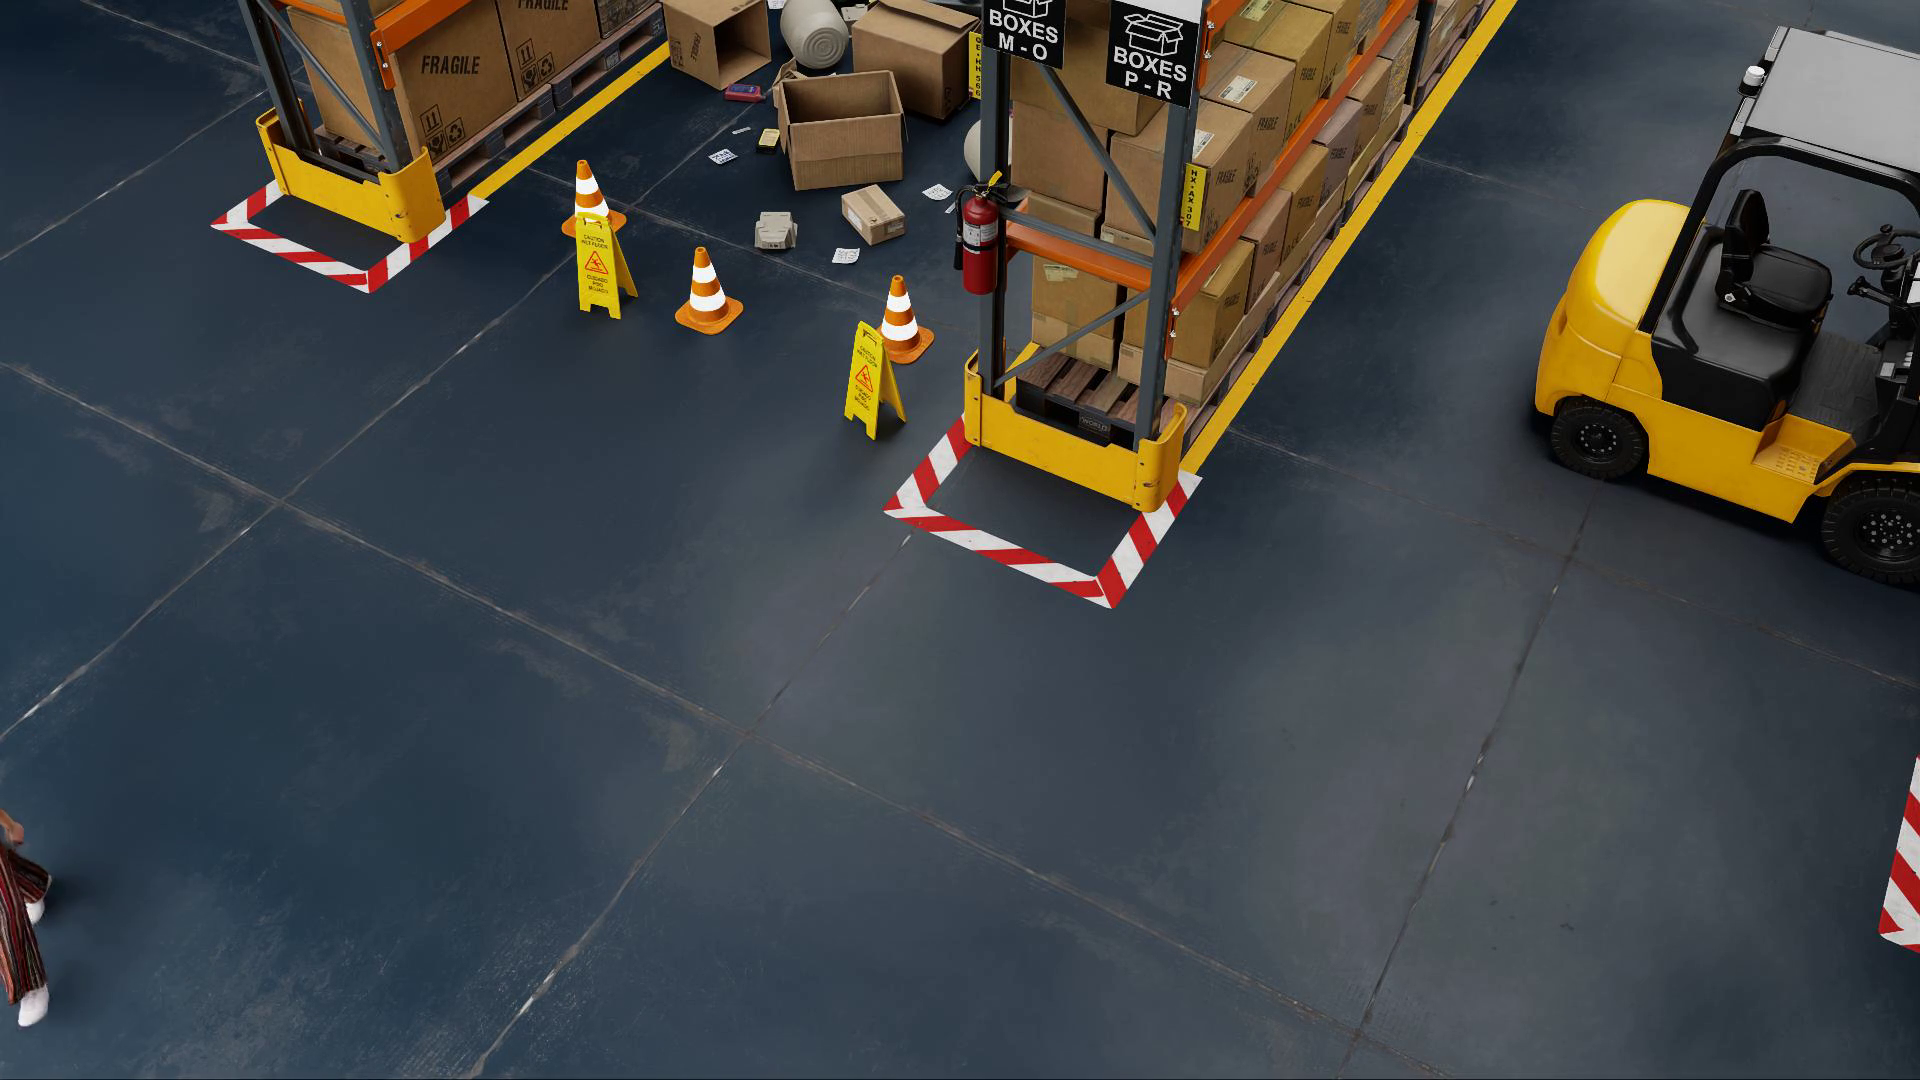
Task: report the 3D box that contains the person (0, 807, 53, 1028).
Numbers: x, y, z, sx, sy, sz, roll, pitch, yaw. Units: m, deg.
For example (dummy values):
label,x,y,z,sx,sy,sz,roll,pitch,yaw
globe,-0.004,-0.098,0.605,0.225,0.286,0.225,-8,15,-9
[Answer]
label,x,y,z,sx,sy,sz,roll,pitch,yaw
person,-3.901,1.118,6.502,0.989,1.519,1.071,-10,48,-9
